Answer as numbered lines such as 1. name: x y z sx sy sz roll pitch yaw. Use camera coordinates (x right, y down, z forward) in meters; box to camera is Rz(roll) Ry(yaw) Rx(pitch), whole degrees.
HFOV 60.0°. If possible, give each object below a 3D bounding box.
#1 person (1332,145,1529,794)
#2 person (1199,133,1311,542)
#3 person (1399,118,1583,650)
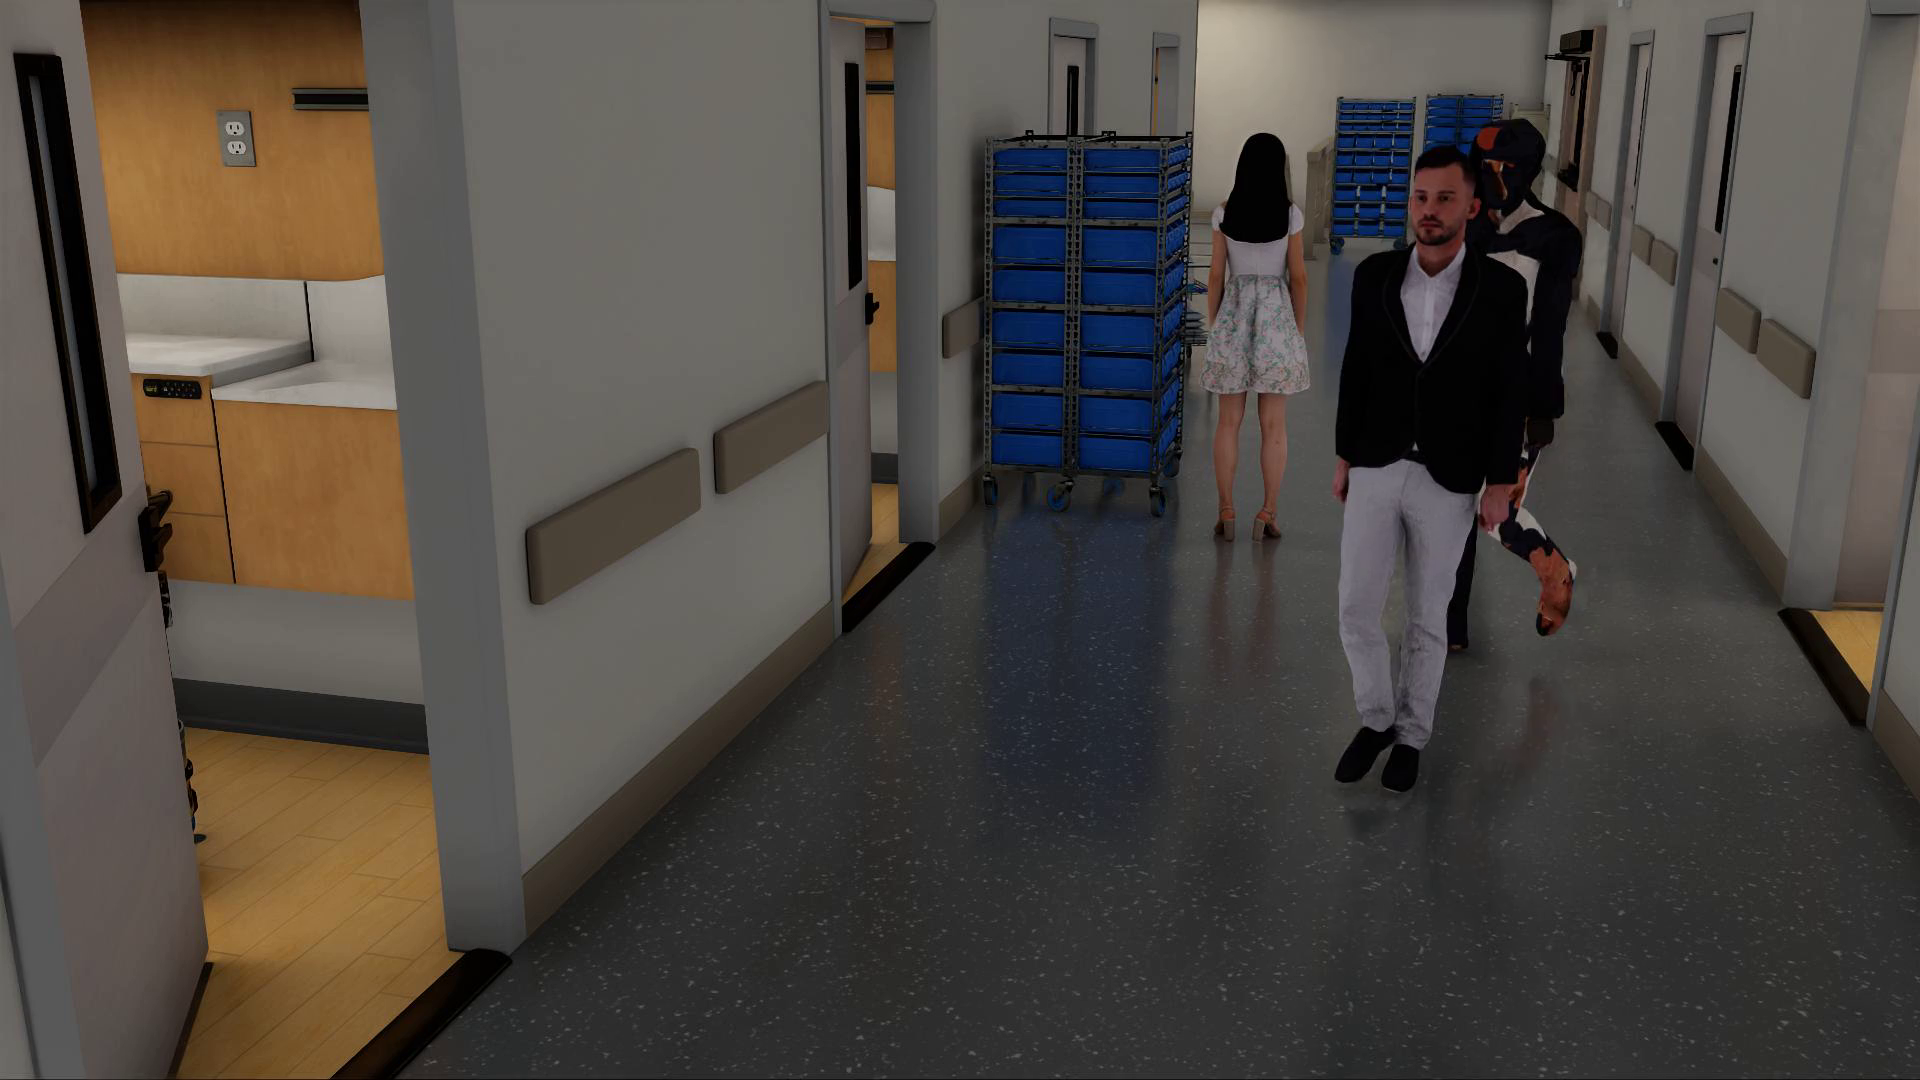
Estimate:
1. person: 1.336 -0.193 4.765 0.732 1.837 0.684 8 18 26
2. person: 1.293 -0.875 7.300 0.629 1.775 0.608 4 16 15
3. person: 1.909 -0.470 5.682 1.044 1.871 0.985 -7 17 -24
